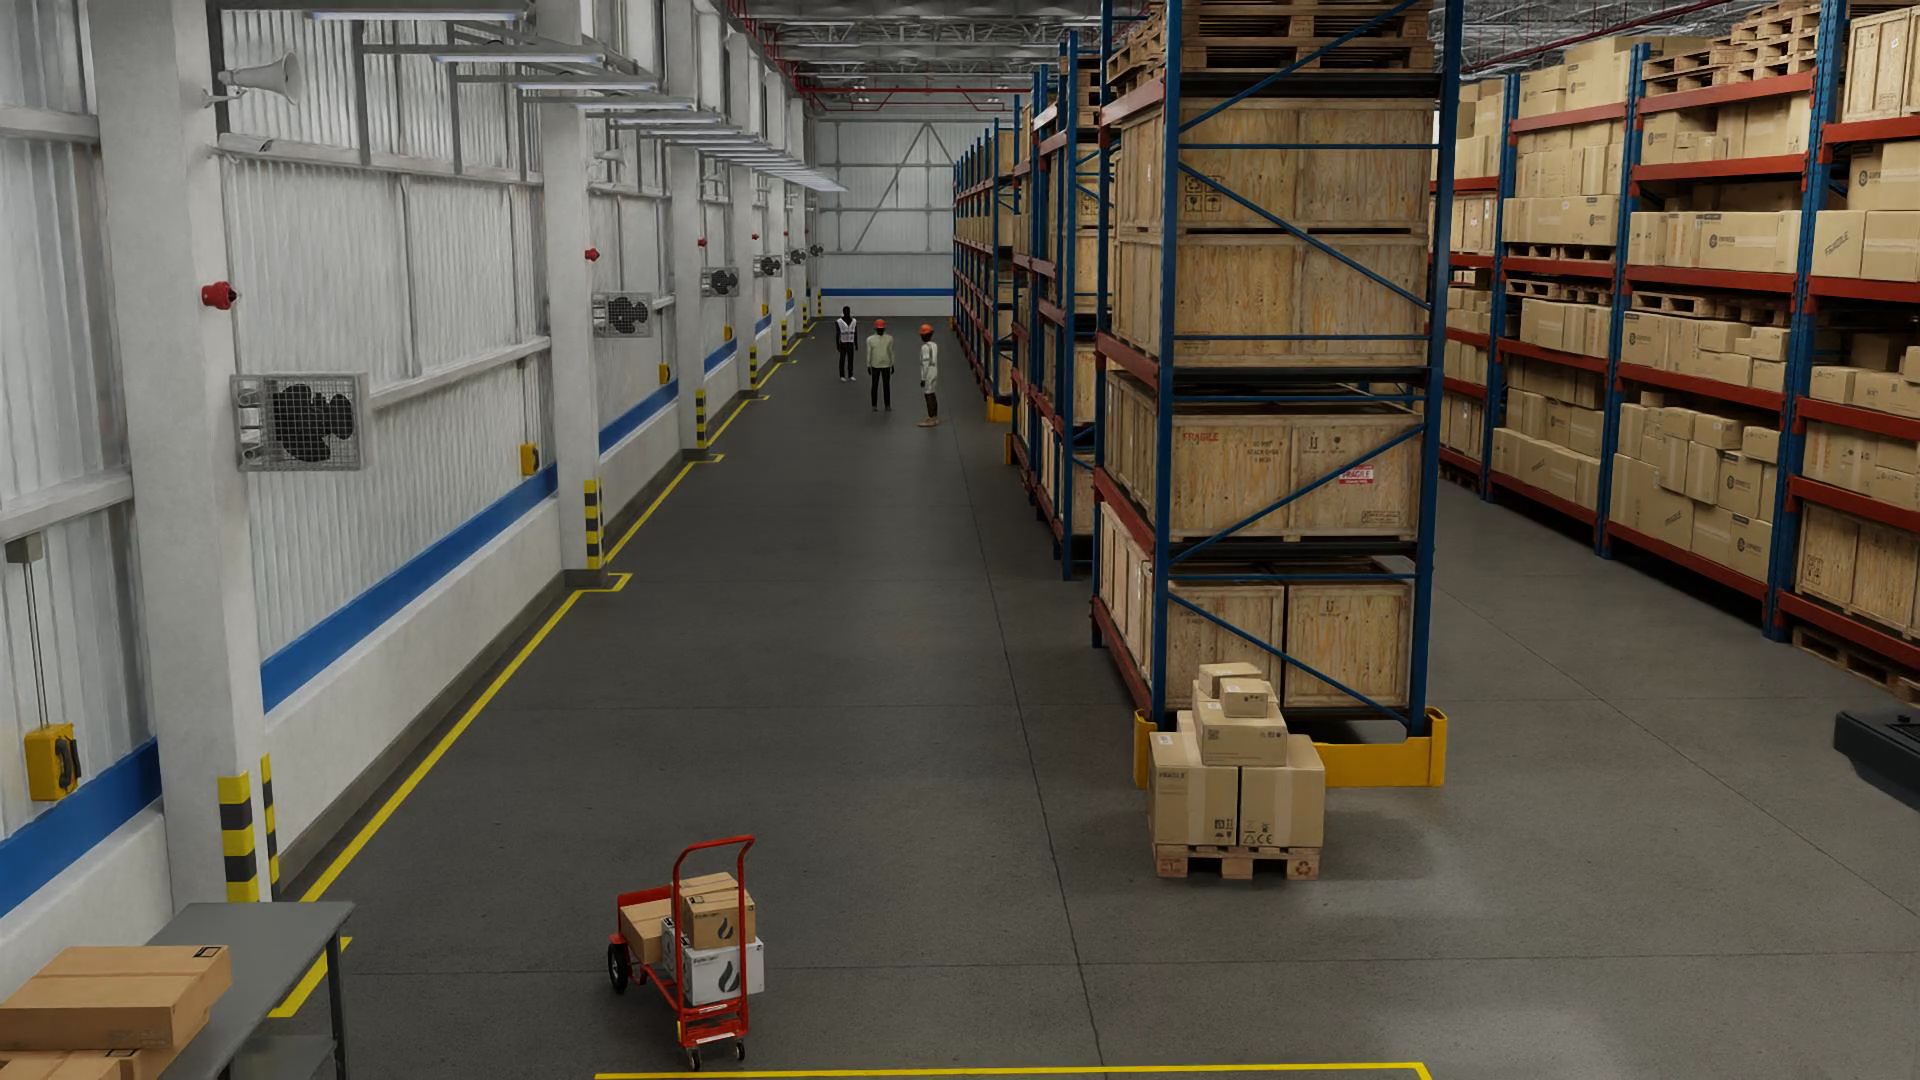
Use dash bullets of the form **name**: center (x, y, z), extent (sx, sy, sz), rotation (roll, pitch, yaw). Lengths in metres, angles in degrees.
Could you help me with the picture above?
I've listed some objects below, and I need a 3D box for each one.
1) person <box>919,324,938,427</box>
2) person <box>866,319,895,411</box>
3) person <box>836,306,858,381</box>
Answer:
- **person**: center (-0.646, -3.248, 32.936), extent (0.393, 2.040, 0.611), rotation (4, 12, 20)
- **person**: center (-1.701, -3.750, 35.695), extent (0.613, 1.988, 0.403), rotation (-3, 11, -14)
- **person**: center (-2.896, -5.013, 42.468), extent (0.586, 1.913, 0.398), rotation (-6, 13, -30)
